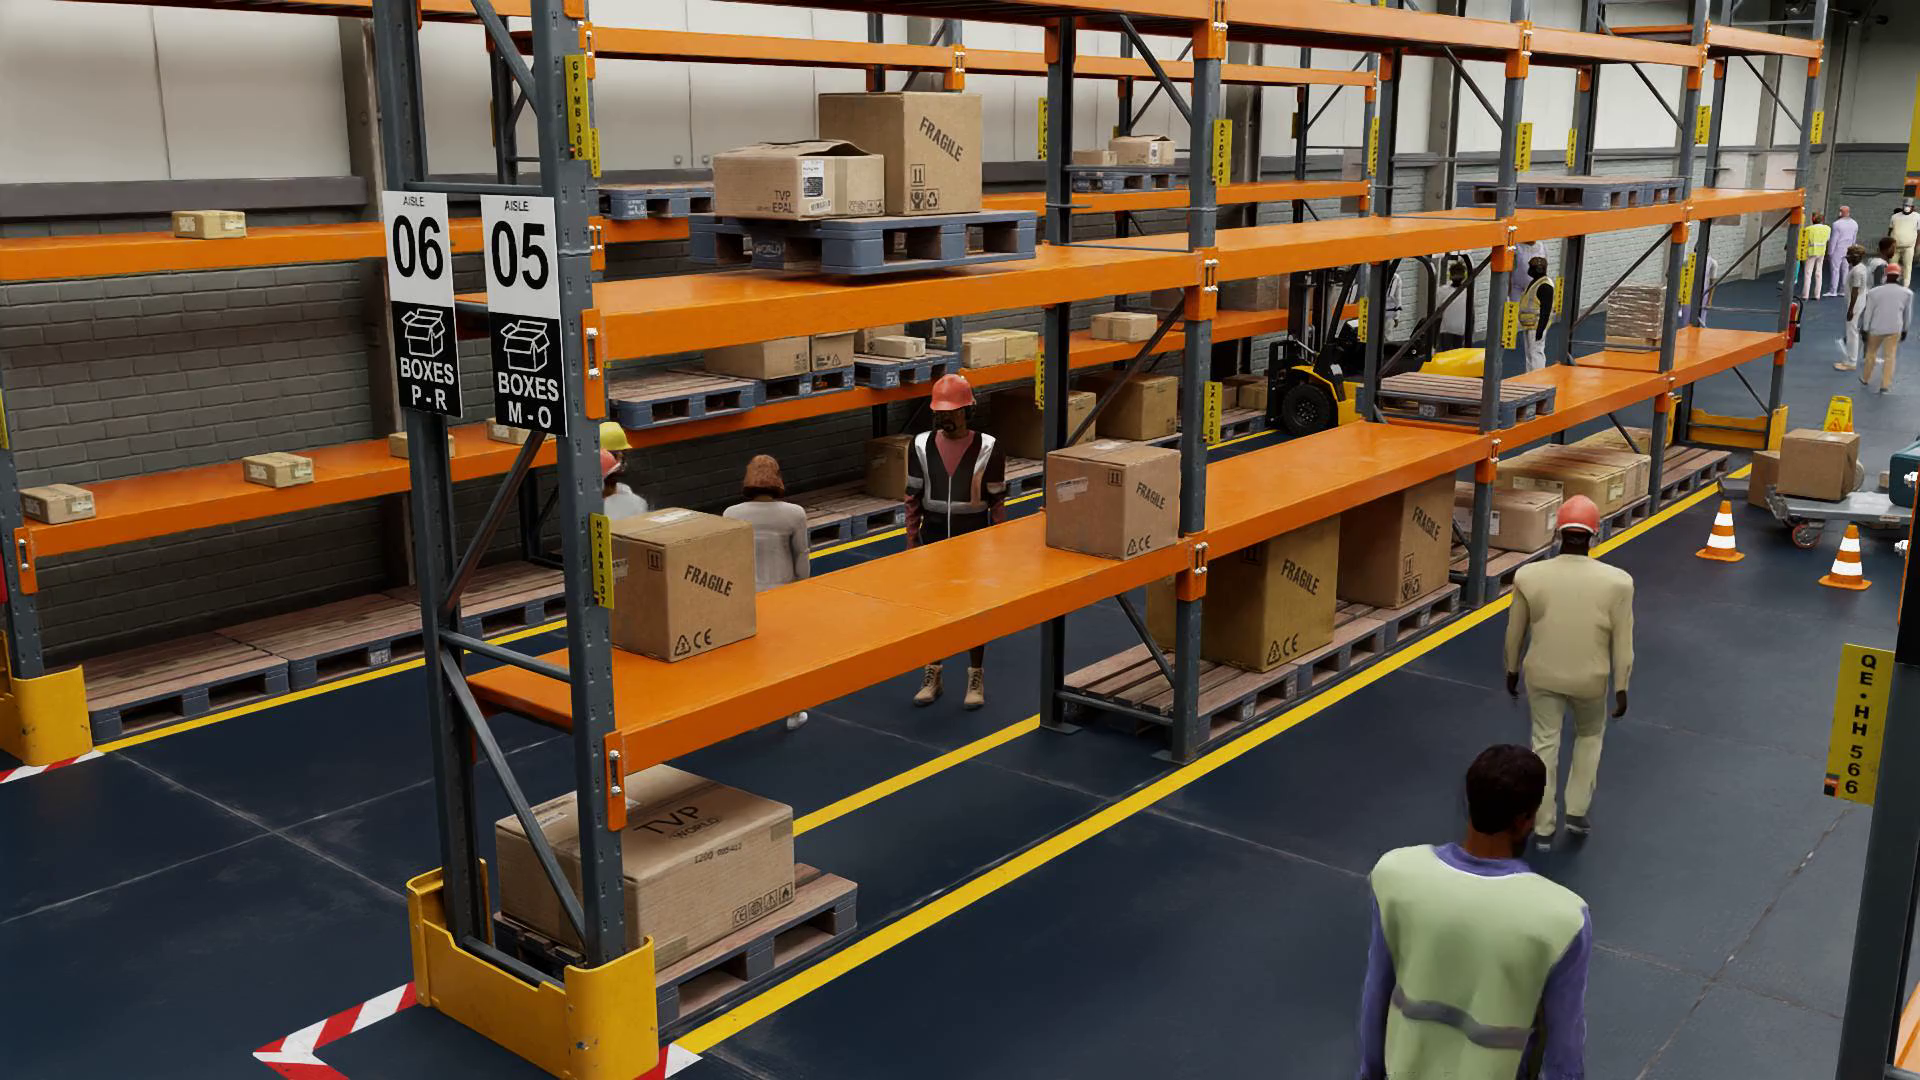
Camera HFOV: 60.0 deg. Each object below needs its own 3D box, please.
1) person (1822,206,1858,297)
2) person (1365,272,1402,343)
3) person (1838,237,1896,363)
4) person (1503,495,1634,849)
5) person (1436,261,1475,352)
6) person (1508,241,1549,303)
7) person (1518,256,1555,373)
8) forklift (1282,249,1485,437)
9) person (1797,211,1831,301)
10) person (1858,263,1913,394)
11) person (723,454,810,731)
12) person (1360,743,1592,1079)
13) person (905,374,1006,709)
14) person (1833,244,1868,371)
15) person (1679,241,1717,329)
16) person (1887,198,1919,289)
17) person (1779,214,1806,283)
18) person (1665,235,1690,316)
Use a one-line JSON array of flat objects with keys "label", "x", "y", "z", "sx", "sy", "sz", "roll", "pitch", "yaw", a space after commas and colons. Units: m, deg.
[{"label": "person", "x": 18.587, "y": -6.092, "z": 35.154, "sx": 0.651, "sy": 1.904, "sz": 0.401, "roll": -5, "pitch": 15, "yaw": -18}, {"label": "person", "x": 5.892, "y": -3.169, "z": 23.394, "sx": 0.590, "sy": 1.837, "sz": 0.404, "roll": 1, "pitch": 14, "yaw": 5}, {"label": "person", "x": 13.751, "y": -3.623, "z": 25.103, "sx": 0.600, "sy": 1.900, "sz": 0.618, "roll": 5, "pitch": 15, "yaw": 20}, {"label": "person", "x": 2.959, "y": 0.633, "z": 8.110, "sx": 0.602, "sy": 1.730, "sz": 0.518, "roll": 7, "pitch": 15, "yaw": 25}, {"label": "person", "x": 6.351, "y": -2.686, "z": 21.459, "sx": 0.529, "sy": 1.833, "sz": 0.818, "roll": 2, "pitch": 14, "yaw": 9}, {"label": "person", "x": 9.182, "y": -4.135, "z": 26.904, "sx": 0.682, "sy": 2.000, "sz": 0.537, "roll": 0, "pitch": 14, "yaw": -1}, {"label": "person", "x": 7.558, "y": -2.806, "z": 21.906, "sx": 0.429, "sy": 1.841, "sz": 0.633, "roll": 1, "pitch": 14, "yaw": 4}, {"label": "forklift", "x": 4.886, "y": -2.214, "z": 18.767, "sx": 2.313, "sy": 2.155, "sz": 1.214, "roll": 11, "pitch": 18, "yaw": 38}, {"label": "person", "x": 17.629, "y": -5.847, "z": 34.310, "sx": 0.560, "sy": 1.837, "sz": 0.390, "roll": 0, "pitch": 14, "yaw": -2}, {"label": "person", "x": 12.443, "y": -2.860, "z": 22.386, "sx": 0.589, "sy": 1.710, "sz": 0.864, "roll": 5, "pitch": 15, "yaw": 19}, {"label": "person", "x": -1.114, "y": 0.311, "z": 9.643, "sx": 0.499, "sy": 1.633, "sz": 0.283, "roll": 0, "pitch": 14, "yaw": -2}, {"label": "person", "x": 1.312, "y": 1.468, "z": 4.416, "sx": 0.609, "sy": 1.895, "sz": 0.697, "roll": 11, "pitch": 17, "yaw": 37}, {"label": "person", "x": -0.037, "y": 0.017, "z": 9.992, "sx": 0.615, "sy": 2.042, "sz": 0.375, "roll": 3, "pitch": 14, "yaw": 13}, {"label": "person", "x": 13.043, "y": -3.392, "z": 24.313, "sx": 0.350, "sy": 1.837, "sz": 0.502, "roll": 7, "pitch": 15, "yaw": 26}, {"label": "person", "x": 11.316, "y": -3.710, "z": 25.578, "sx": 0.508, "sy": 1.847, "sz": 0.345, "roll": 10, "pitch": 17, "yaw": 35}, {"label": "person", "x": 20.741, "y": -6.515, "z": 36.596, "sx": 0.684, "sy": 2.000, "sz": 0.538, "roll": 13, "pitch": 19, "yaw": 42}, {"label": "person", "x": 19.169, "y": -6.851, "z": 38.226, "sx": 0.589, "sy": 1.915, "sz": 0.399, "roll": -11, "pitch": 17, "yaw": -37}, {"label": "person", "x": 13.492, "y": -5.136, "z": 31.348, "sx": 0.520, "sy": 1.865, "sz": 0.332, "roll": -10, "pitch": 17, "yaw": -35}]
